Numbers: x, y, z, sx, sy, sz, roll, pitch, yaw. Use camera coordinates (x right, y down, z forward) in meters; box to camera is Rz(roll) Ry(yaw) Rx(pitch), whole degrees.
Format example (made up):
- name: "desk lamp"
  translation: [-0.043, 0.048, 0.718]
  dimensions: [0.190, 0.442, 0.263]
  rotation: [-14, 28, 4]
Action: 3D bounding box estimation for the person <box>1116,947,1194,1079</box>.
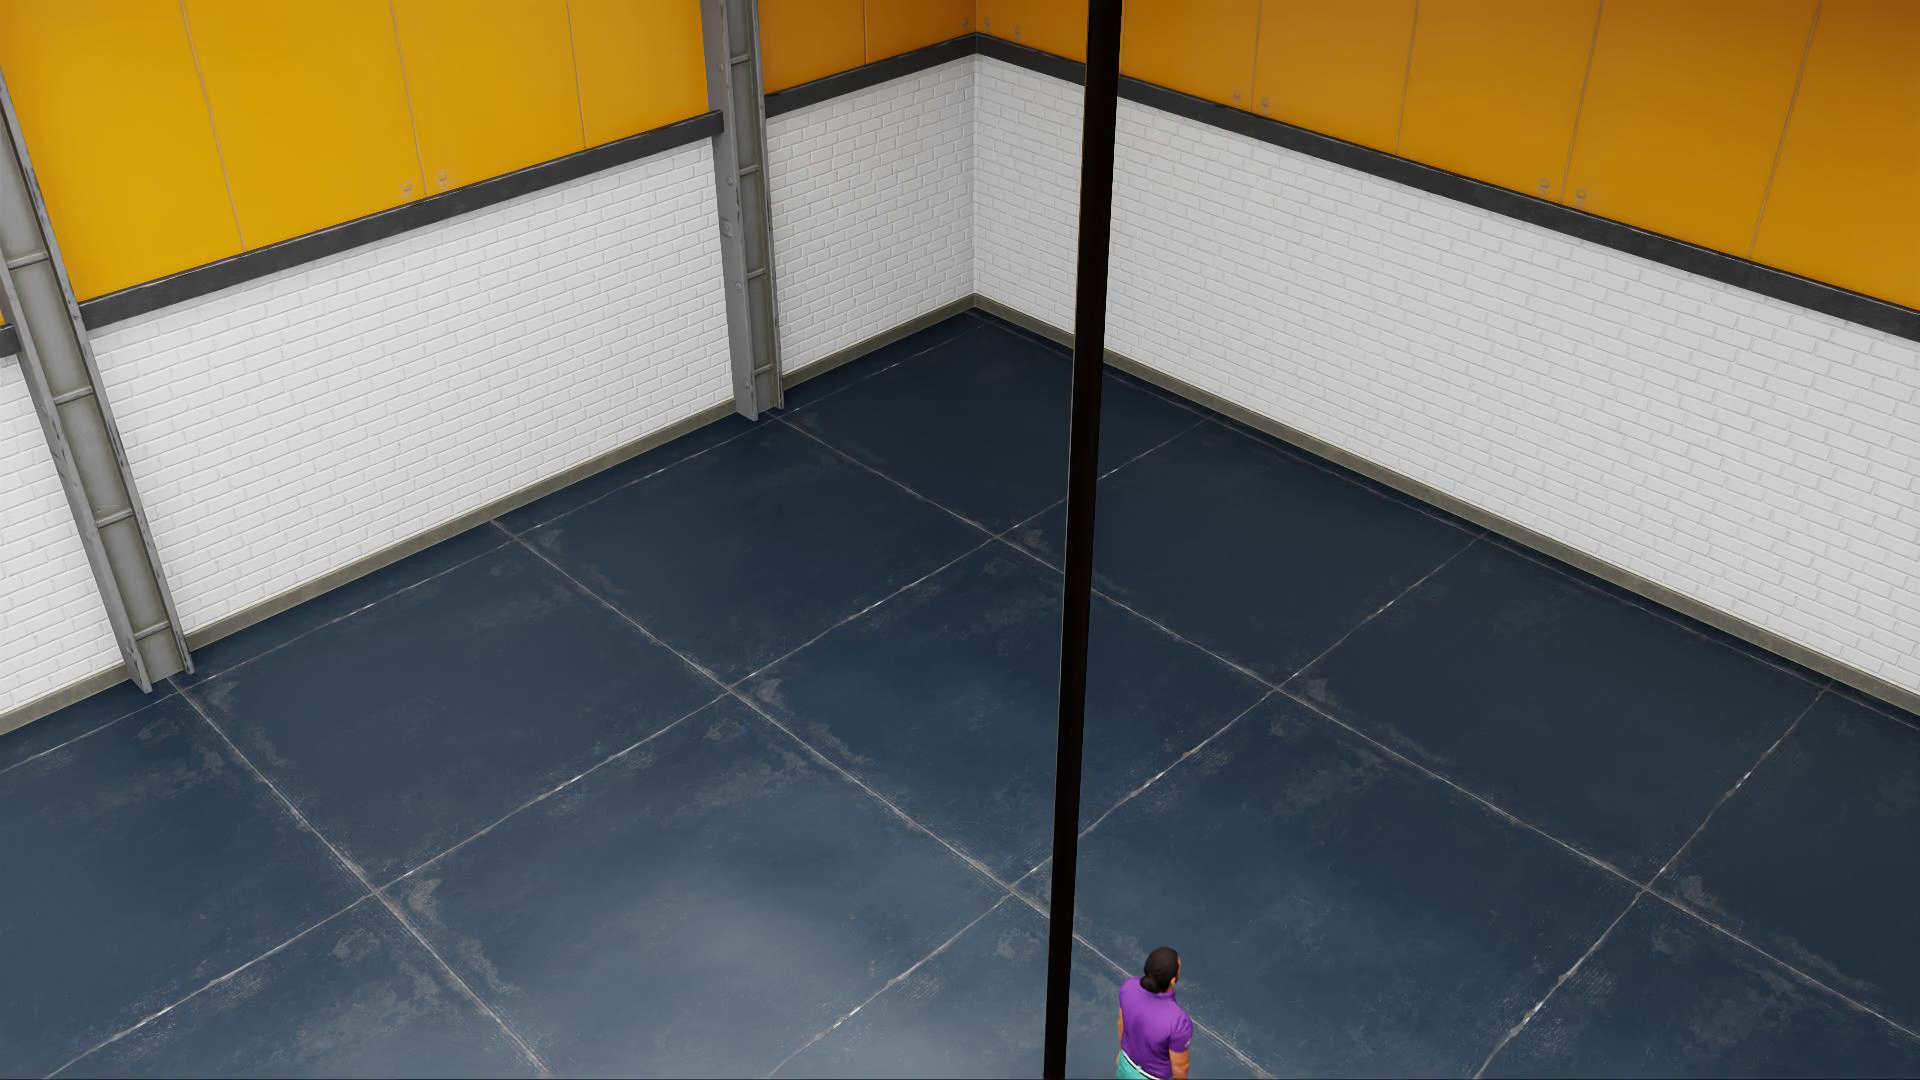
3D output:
- name: "person"
  translation: [0.989, 2.807, 8.739]
  dimensions: [0.522, 1.766, 0.603]
  rotation: [-28, 43, -35]
